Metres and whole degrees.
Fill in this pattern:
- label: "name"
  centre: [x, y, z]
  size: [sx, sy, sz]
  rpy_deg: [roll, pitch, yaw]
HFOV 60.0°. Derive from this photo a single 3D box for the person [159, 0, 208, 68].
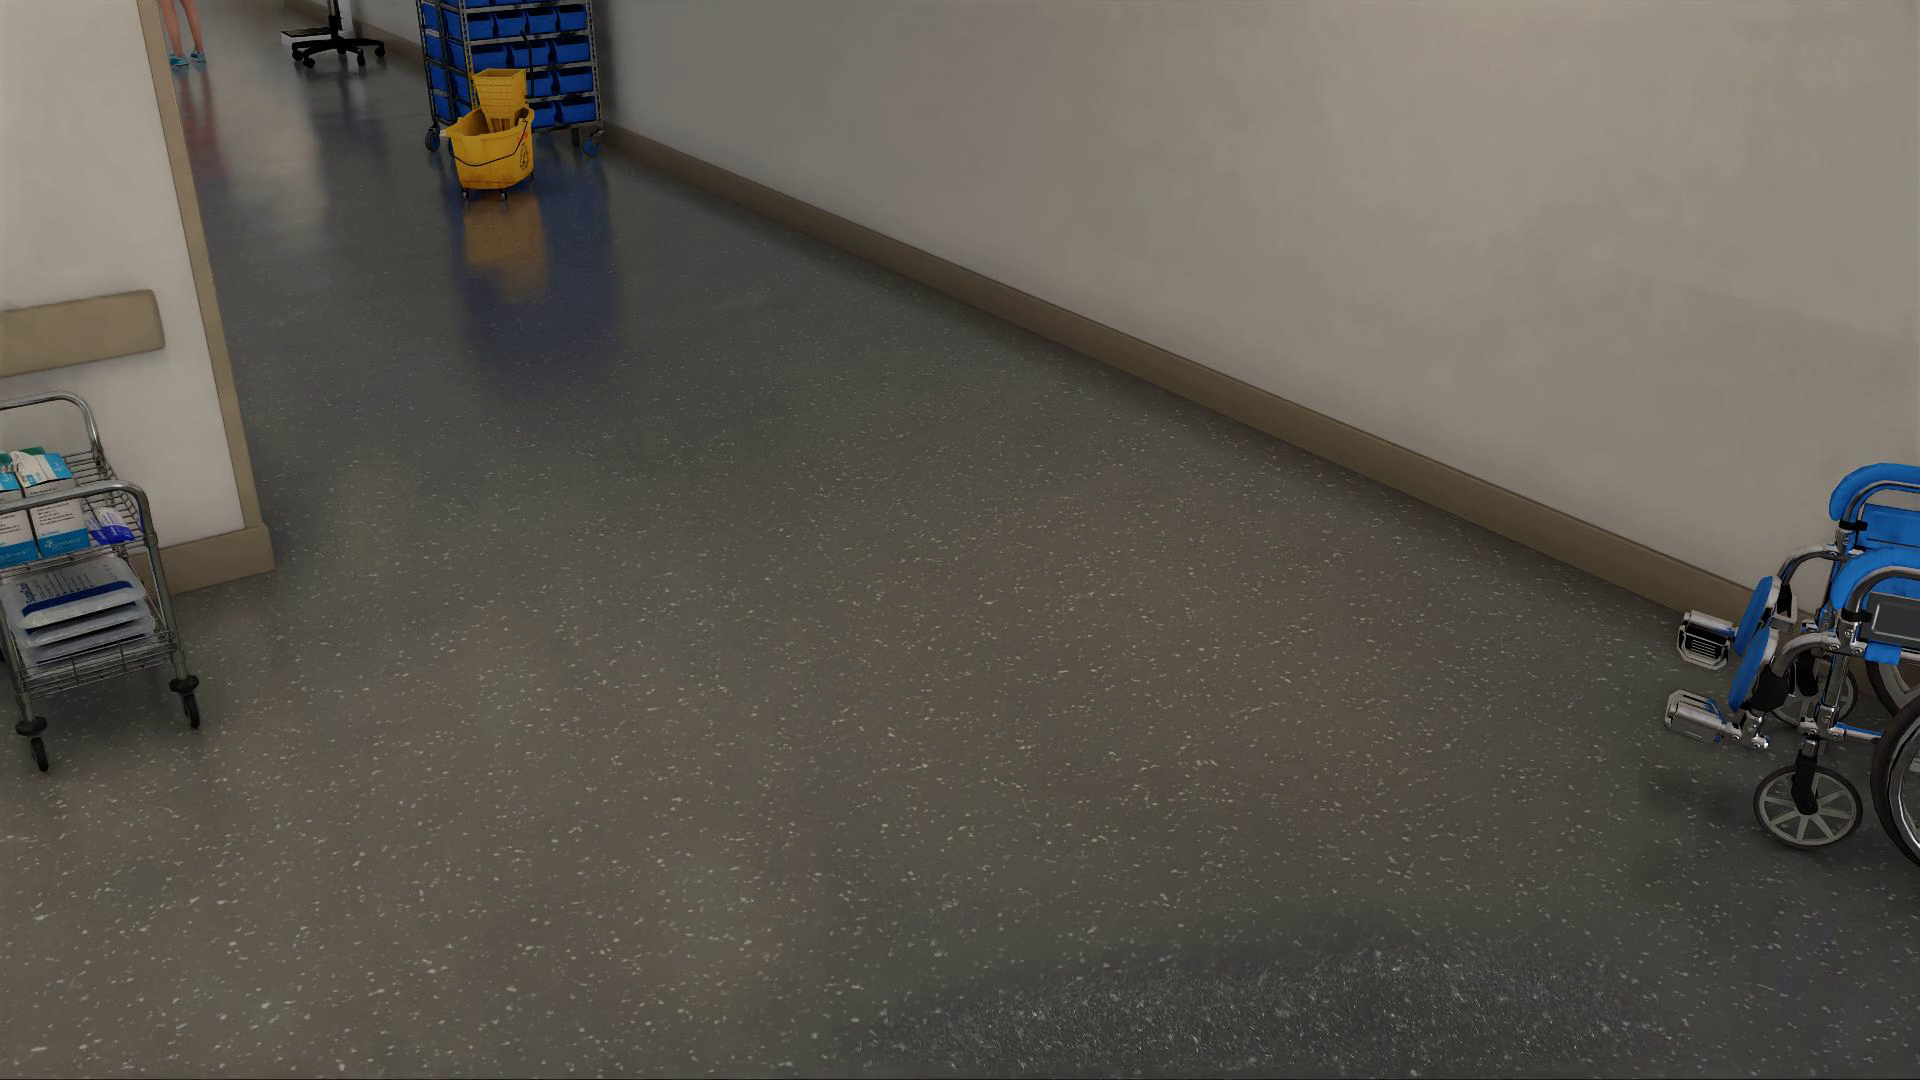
- label: "person"
  centre: [-6.578, -4.846, 13.753]
  size: [0.730, 1.765, 0.623]
  rpy_deg: [18, 31, 32]
